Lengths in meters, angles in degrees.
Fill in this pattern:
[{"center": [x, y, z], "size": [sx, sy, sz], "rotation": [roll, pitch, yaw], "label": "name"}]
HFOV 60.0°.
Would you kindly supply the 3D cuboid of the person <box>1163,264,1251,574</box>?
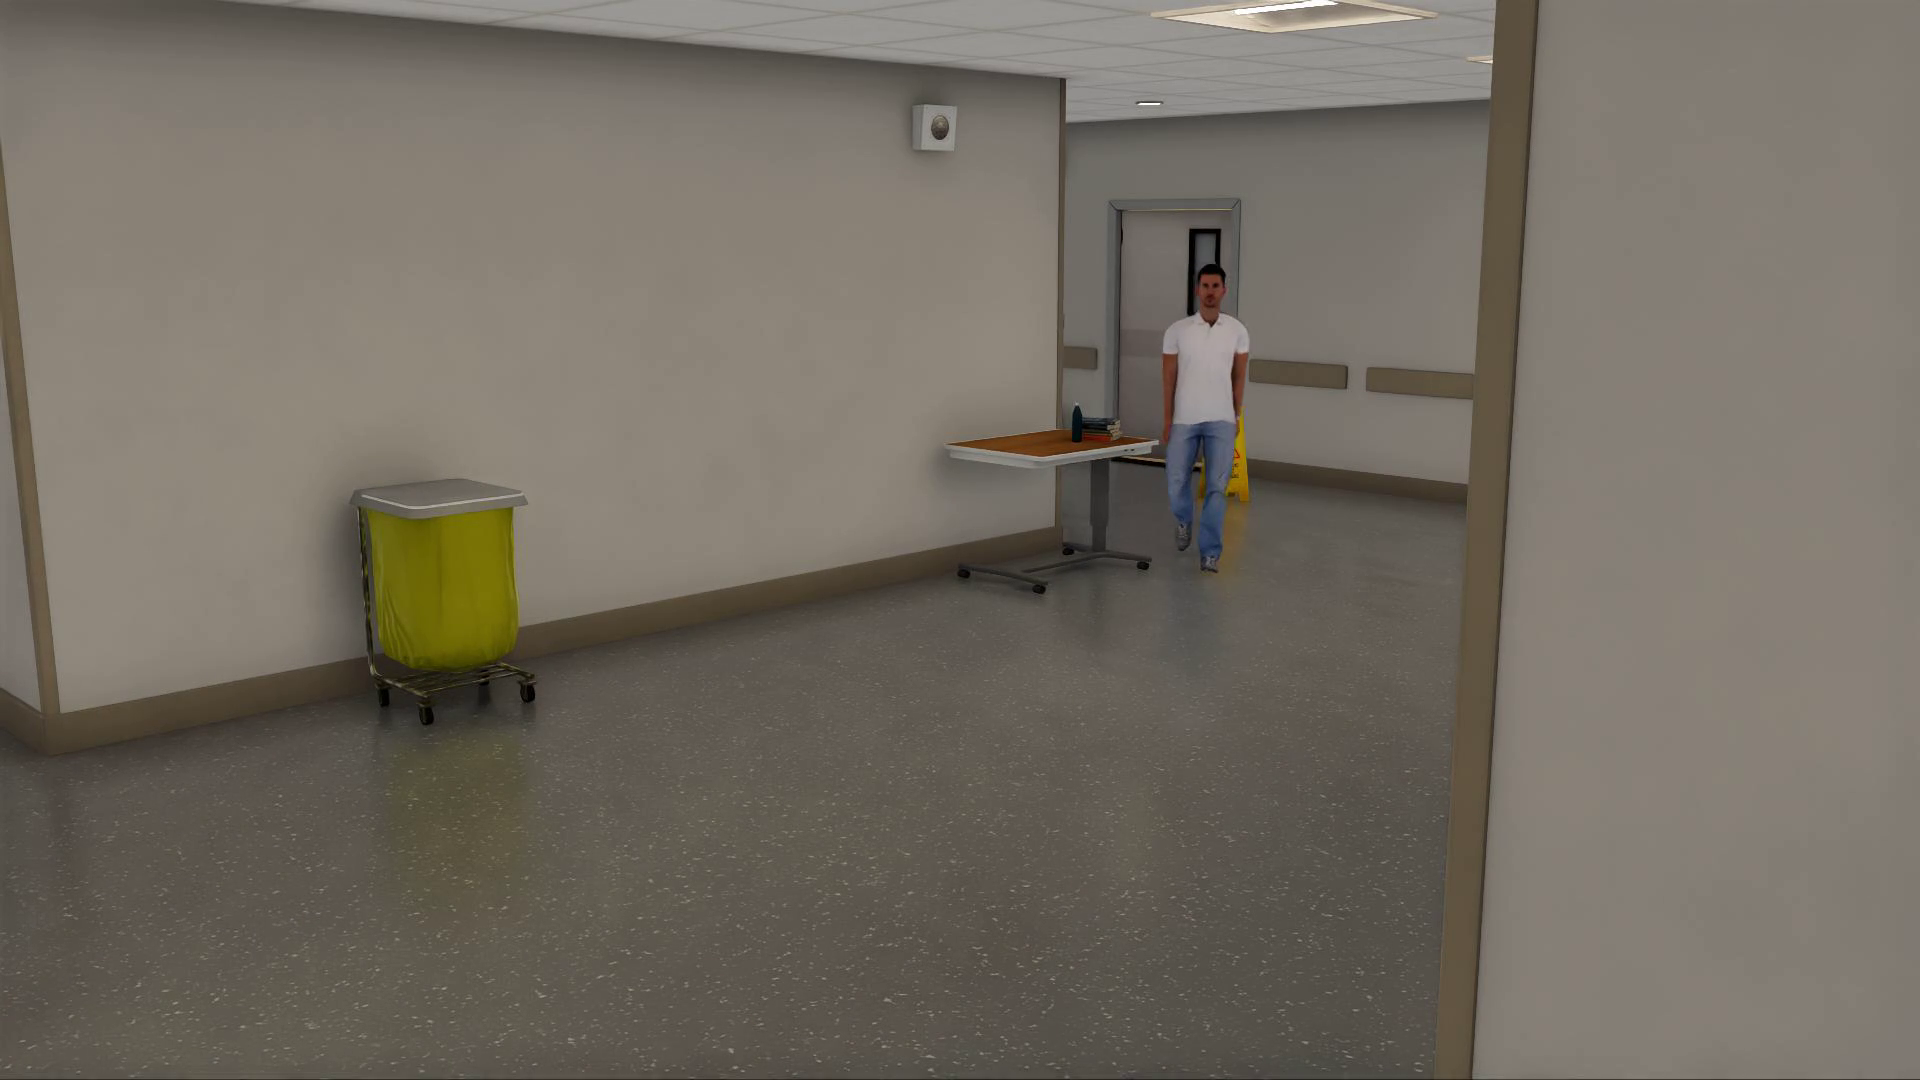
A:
[{"center": [1.480, -0.744, 10.188], "size": [1.071, 1.848, 1.083], "rotation": [1, 11, 6], "label": "person"}]
